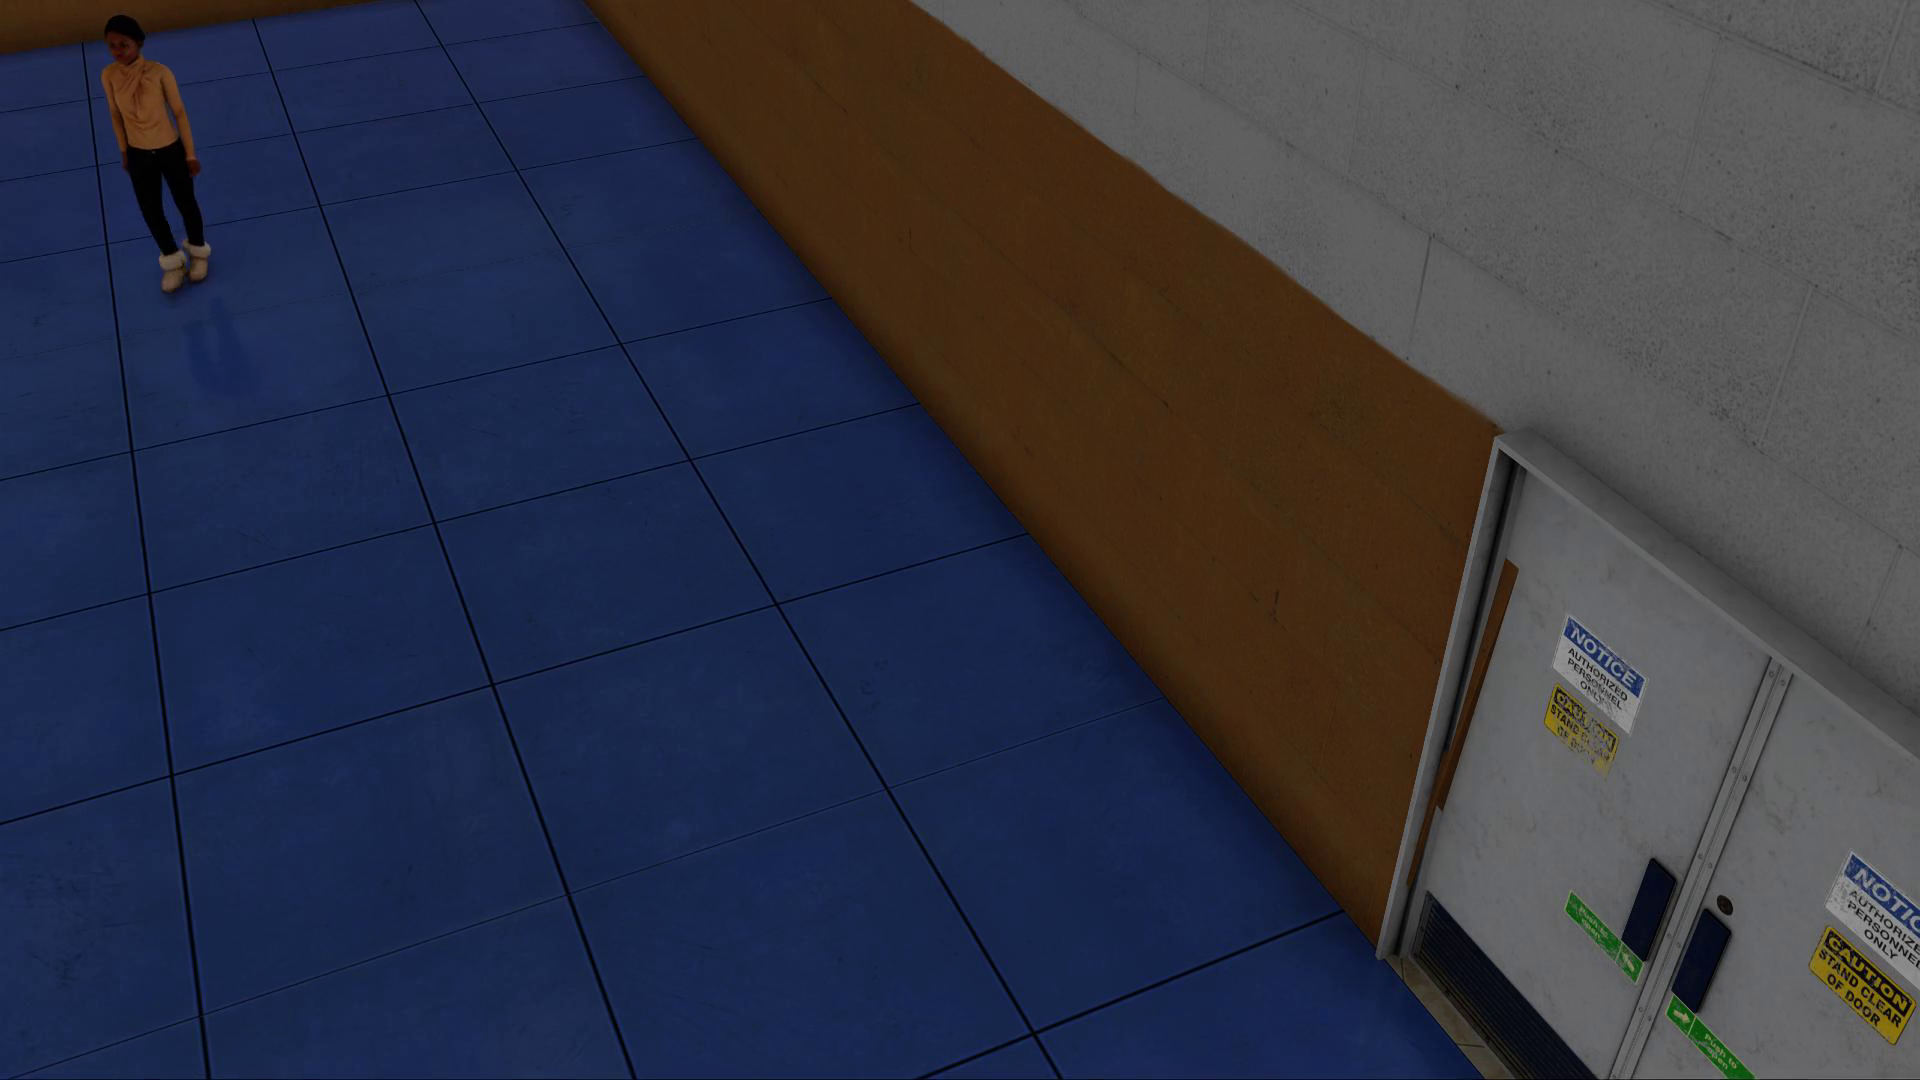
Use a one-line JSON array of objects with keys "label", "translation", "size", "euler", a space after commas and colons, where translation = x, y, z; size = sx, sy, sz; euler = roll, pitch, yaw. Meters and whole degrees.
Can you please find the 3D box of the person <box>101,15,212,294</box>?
[{"label": "person", "translation": [-4.793, -2.354, 9.982], "size": [0.716, 1.651, 0.772], "euler": [-5, 37, -7]}]
